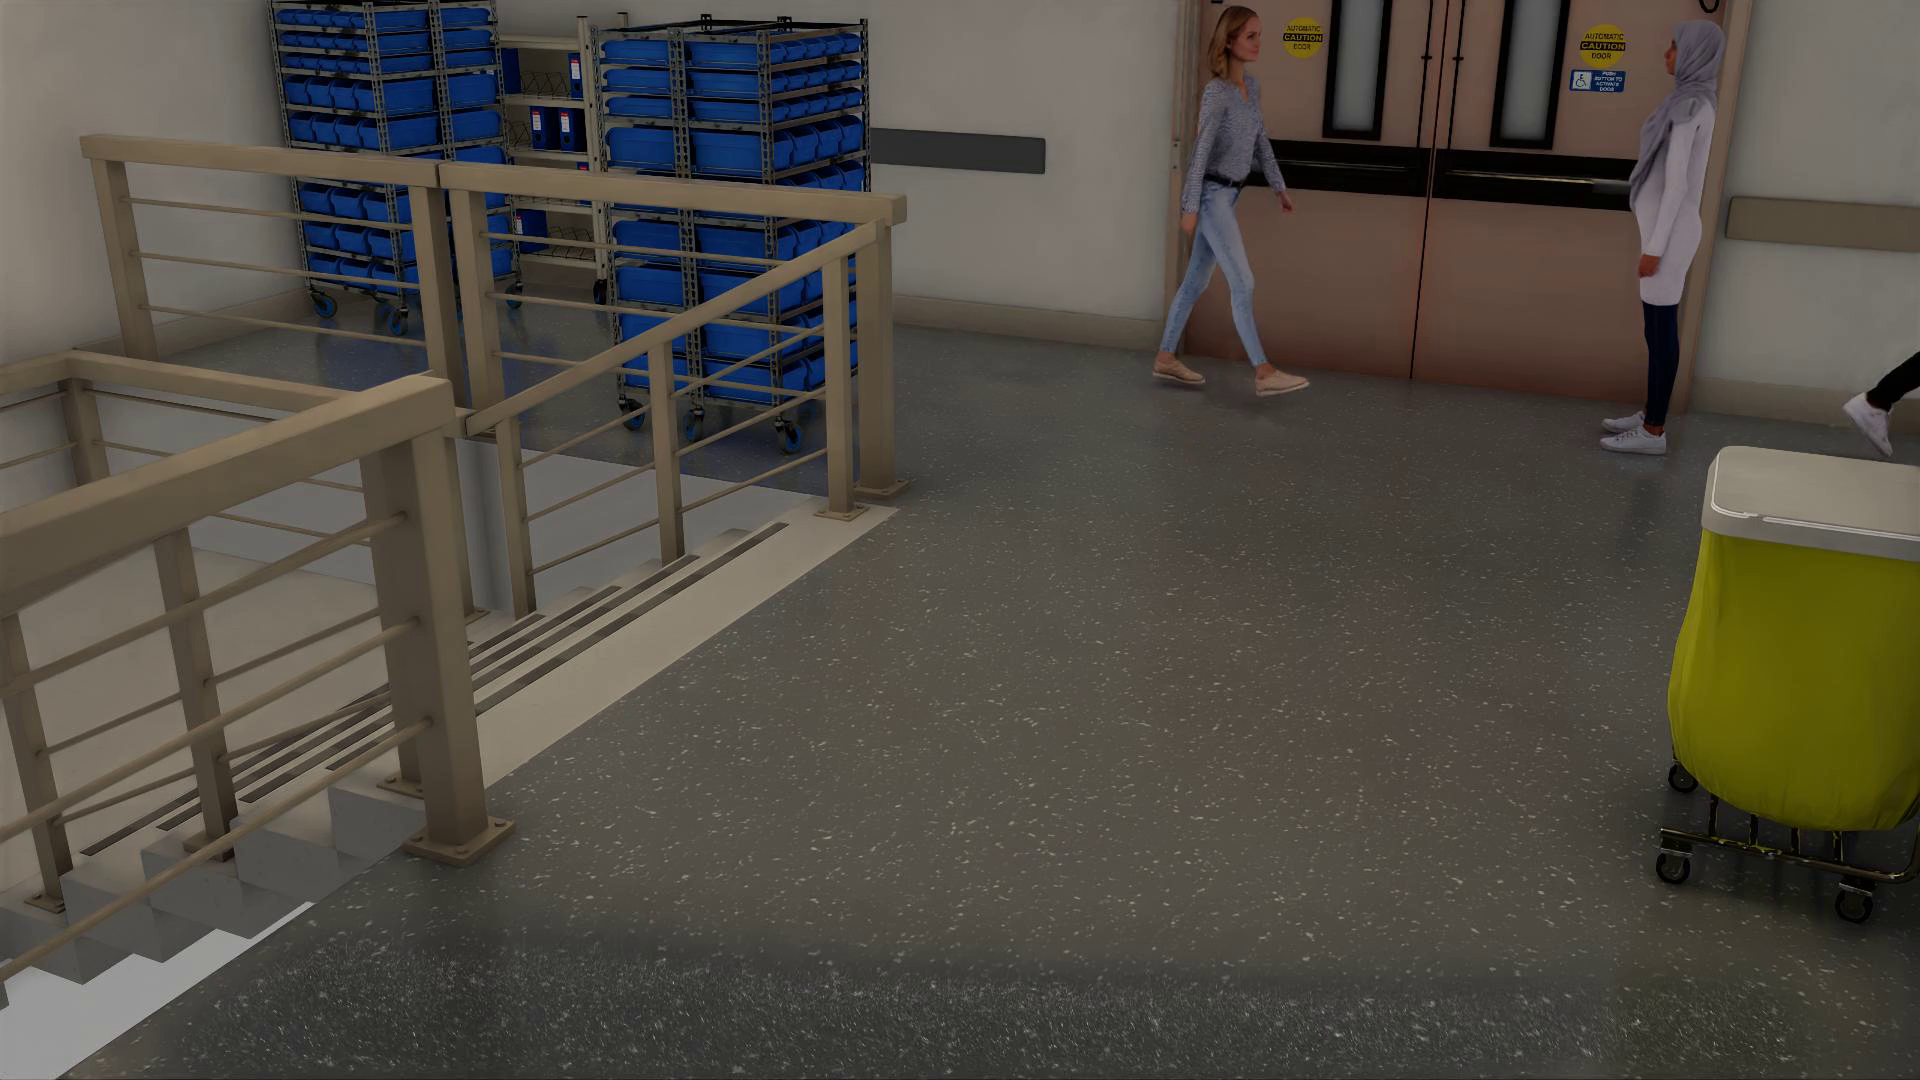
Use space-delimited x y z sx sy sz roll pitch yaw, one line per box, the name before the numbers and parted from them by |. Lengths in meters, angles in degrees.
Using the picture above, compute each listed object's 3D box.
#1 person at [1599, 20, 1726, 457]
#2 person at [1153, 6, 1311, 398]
person | 2.955 -1.238 6.921 0.536 1.775 0.615 11 23 27
person | 1.128 -1.552 7.777 1.089 1.756 0.700 12 24 28
